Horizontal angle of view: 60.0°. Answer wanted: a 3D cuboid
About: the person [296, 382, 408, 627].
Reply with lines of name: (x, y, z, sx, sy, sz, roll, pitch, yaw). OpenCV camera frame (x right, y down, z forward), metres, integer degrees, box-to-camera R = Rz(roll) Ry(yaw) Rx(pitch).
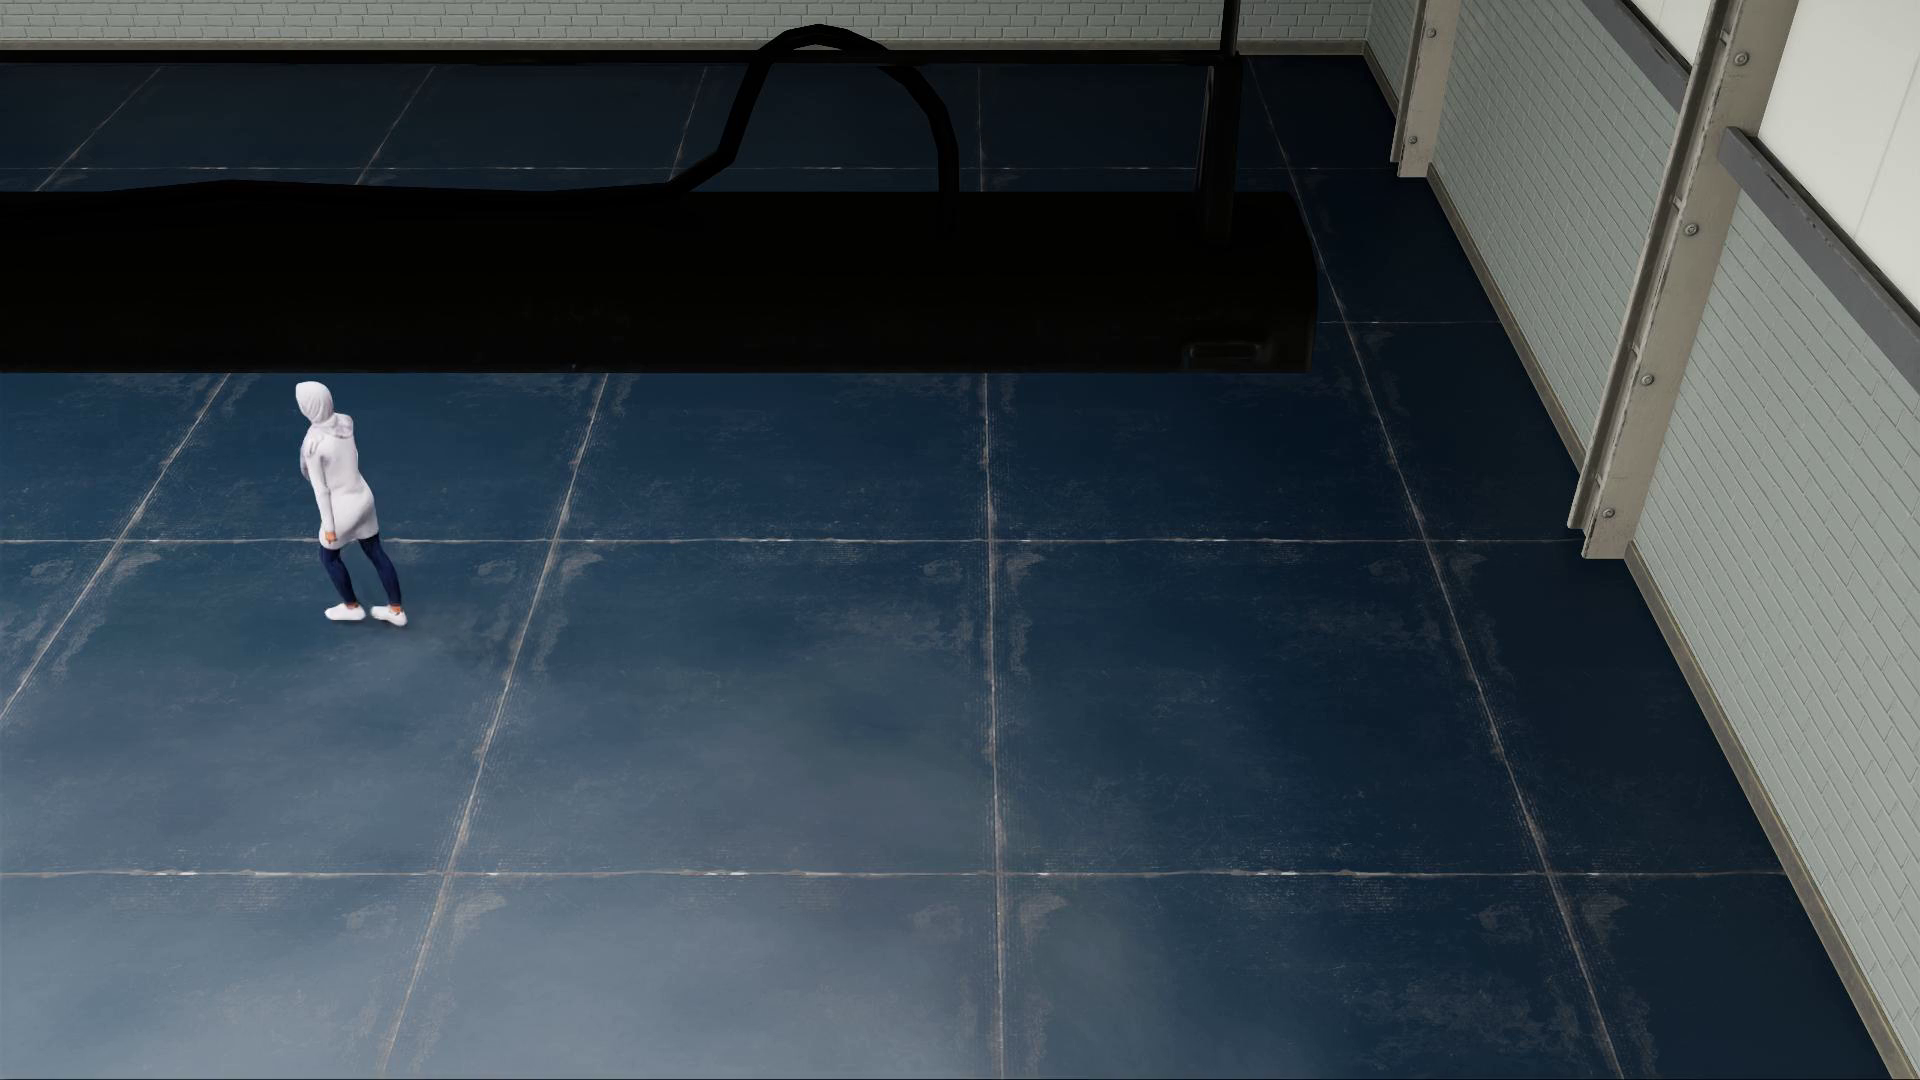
person: (-3.689, -0.167, 10.211, 0.831, 1.759, 0.796, 13, 39, 16)
